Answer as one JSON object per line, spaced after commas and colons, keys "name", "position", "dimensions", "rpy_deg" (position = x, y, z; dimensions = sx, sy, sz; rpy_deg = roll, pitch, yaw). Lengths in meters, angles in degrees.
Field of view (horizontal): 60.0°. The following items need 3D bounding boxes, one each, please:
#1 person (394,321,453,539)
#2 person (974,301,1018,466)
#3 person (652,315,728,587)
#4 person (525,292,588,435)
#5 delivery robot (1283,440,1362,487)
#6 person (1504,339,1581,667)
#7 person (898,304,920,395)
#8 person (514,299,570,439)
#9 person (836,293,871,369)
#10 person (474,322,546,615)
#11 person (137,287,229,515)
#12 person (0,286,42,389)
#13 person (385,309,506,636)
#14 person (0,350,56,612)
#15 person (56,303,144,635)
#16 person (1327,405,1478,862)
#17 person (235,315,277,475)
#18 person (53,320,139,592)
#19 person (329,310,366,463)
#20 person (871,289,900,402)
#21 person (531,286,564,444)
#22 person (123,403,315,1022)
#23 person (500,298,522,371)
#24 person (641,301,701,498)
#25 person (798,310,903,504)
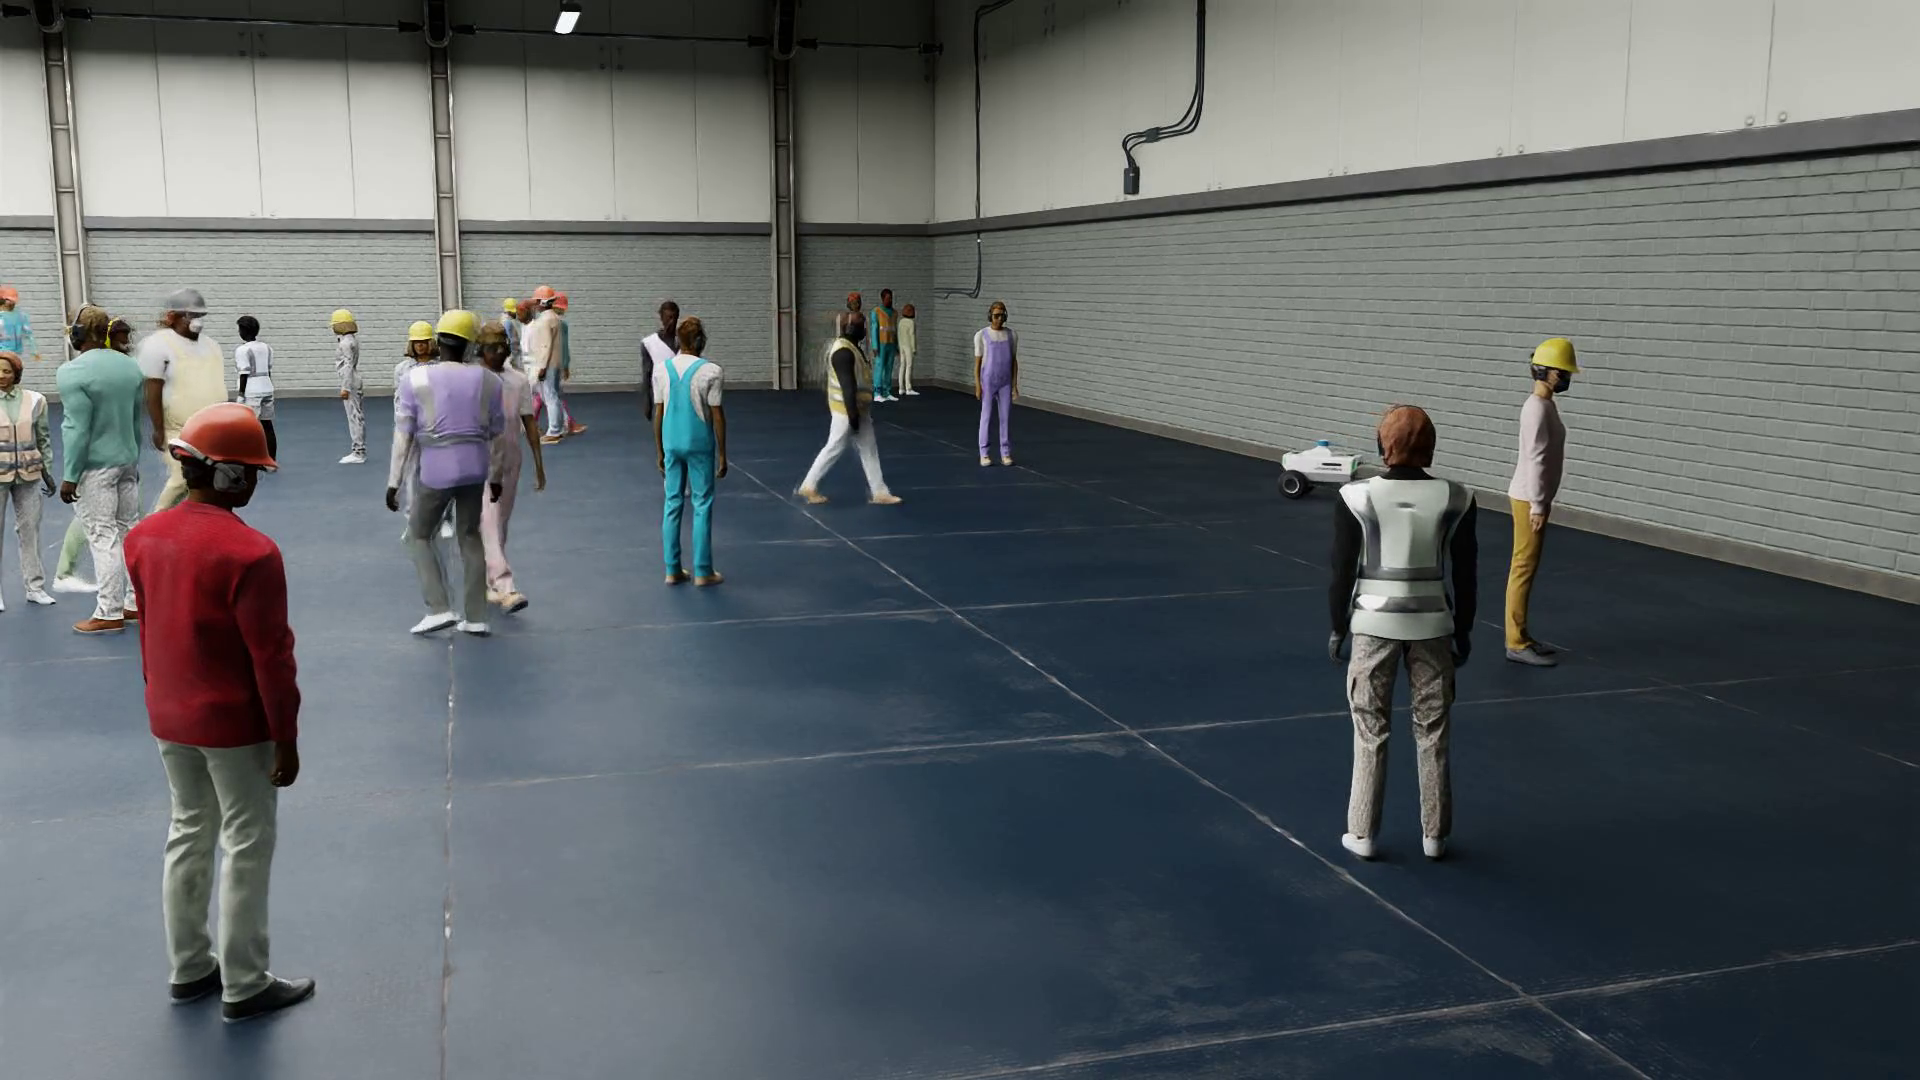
{"name": "person", "position": [-4.271, -0.871, 13.308], "dimensions": [0.484, 1.745, 0.298], "rpy_deg": [-2, 9, -10]}
{"name": "person", "position": [0.403, -1.728, 18.506], "dimensions": [0.500, 1.839, 0.352], "rpy_deg": [-3, 9, -19]}
{"name": "person", "position": [-1.820, -0.591, 11.240], "dimensions": [0.511, 1.837, 0.353], "rpy_deg": [2, 9, 14]}
{"name": "person", "position": [-5.471, -2.357, 22.255], "dimensions": [1.064, 1.914, 0.646], "rpy_deg": [3, 9, 19]}
{"name": "delivery robot", "position": [3.435, -0.709, 15.755], "dimensions": [0.707, 0.478, 0.477], "rpy_deg": [4, 10, 24]}
{"name": "person", "position": [3.154, -0.208, 9.033], "dimensions": [0.337, 1.761, 0.526], "rpy_deg": [3, 10, 20]}
{"name": "person", "position": [-0.938, -3.429, 29.979], "dimensions": [0.279, 1.632, 0.502], "rpy_deg": [-6, 11, -32]}
{"name": "person", "position": [-5.506, -2.244, 21.835], "dimensions": [0.998, 1.829, 0.652], "rpy_deg": [-5, 10, -30]}
{"name": "person", "position": [-1.528, -2.618, 24.018], "dimensions": [0.573, 1.883, 0.356], "rpy_deg": [-8, 12, -41]}
{"name": "person", "position": [-2.836, -0.437, 10.327], "dimensions": [0.544, 1.806, 0.905], "rpy_deg": [-7, 11, -38]}
{"name": "person", "position": [-5.786, -0.898, 12.538], "dimensions": [0.606, 2.000, 0.699], "rpy_deg": [4, 10, 26]}
{"name": "person", "position": [-14.602, -2.900, 25.537], "dimensions": [1.089, 1.992, 0.623], "rpy_deg": [4, 10, 25]}
{"name": "person", "position": [-2.978, -0.374, 9.622], "dimensions": [0.732, 1.900, 0.442], "rpy_deg": [-8, 12, -41]}
{"name": "person", "position": [-5.988, -0.377, 10.499], "dimensions": [0.314, 1.636, 0.515], "rpy_deg": [8, 12, 41]}
{"name": "person", "position": [-5.033, -0.412, 9.758], "dimensions": [0.373, 1.940, 0.627], "rpy_deg": [1, 9, 9]}
{"name": "person", "position": [1.571, 0.339, 5.930], "dimensions": [0.523, 1.636, 0.310], "rpy_deg": [1, 9, 4]}
{"name": "person", "position": [-7.521, -1.544, 17.742], "dimensions": [0.320, 1.698, 0.531], "rpy_deg": [2, 9, 12]}
{"name": "person", "position": [-5.813, -0.588, 11.313], "dimensions": [0.544, 1.819, 0.742], "rpy_deg": [-1, 9, -7]}
{"name": "person", "position": [-6.947, -1.737, 18.867], "dimensions": [0.315, 1.735, 0.483], "rpy_deg": [-2, 9, -12]}
{"name": "person", "position": [-1.283, -3.324, 28.404], "dimensions": [0.375, 1.917, 0.592], "rpy_deg": [8, 12, 41]}
{"name": "person", "position": [-5.220, -2.217, 21.094], "dimensions": [0.380, 1.995, 0.611], "rpy_deg": [0, 9, -1]}
{"name": "person", "position": [-2.061, 0.483, 4.691], "dimensions": [0.574, 1.737, 0.353], "rpy_deg": [4, 10, 26]}
{"name": "person", "position": [-7.263, -3.020, 26.896], "dimensions": [0.459, 1.786, 0.669], "rpy_deg": [-1, 9, -6]}
{"name": "person", "position": [-2.779, -1.375, 16.122], "dimensions": [0.591, 1.878, 0.992], "rpy_deg": [-5, 10, -30]}
{"name": "person", "position": [-1.047, -1.212, 15.334], "dimensions": [0.957, 1.806, 0.629], "rpy_deg": [2, 9, 10]}
